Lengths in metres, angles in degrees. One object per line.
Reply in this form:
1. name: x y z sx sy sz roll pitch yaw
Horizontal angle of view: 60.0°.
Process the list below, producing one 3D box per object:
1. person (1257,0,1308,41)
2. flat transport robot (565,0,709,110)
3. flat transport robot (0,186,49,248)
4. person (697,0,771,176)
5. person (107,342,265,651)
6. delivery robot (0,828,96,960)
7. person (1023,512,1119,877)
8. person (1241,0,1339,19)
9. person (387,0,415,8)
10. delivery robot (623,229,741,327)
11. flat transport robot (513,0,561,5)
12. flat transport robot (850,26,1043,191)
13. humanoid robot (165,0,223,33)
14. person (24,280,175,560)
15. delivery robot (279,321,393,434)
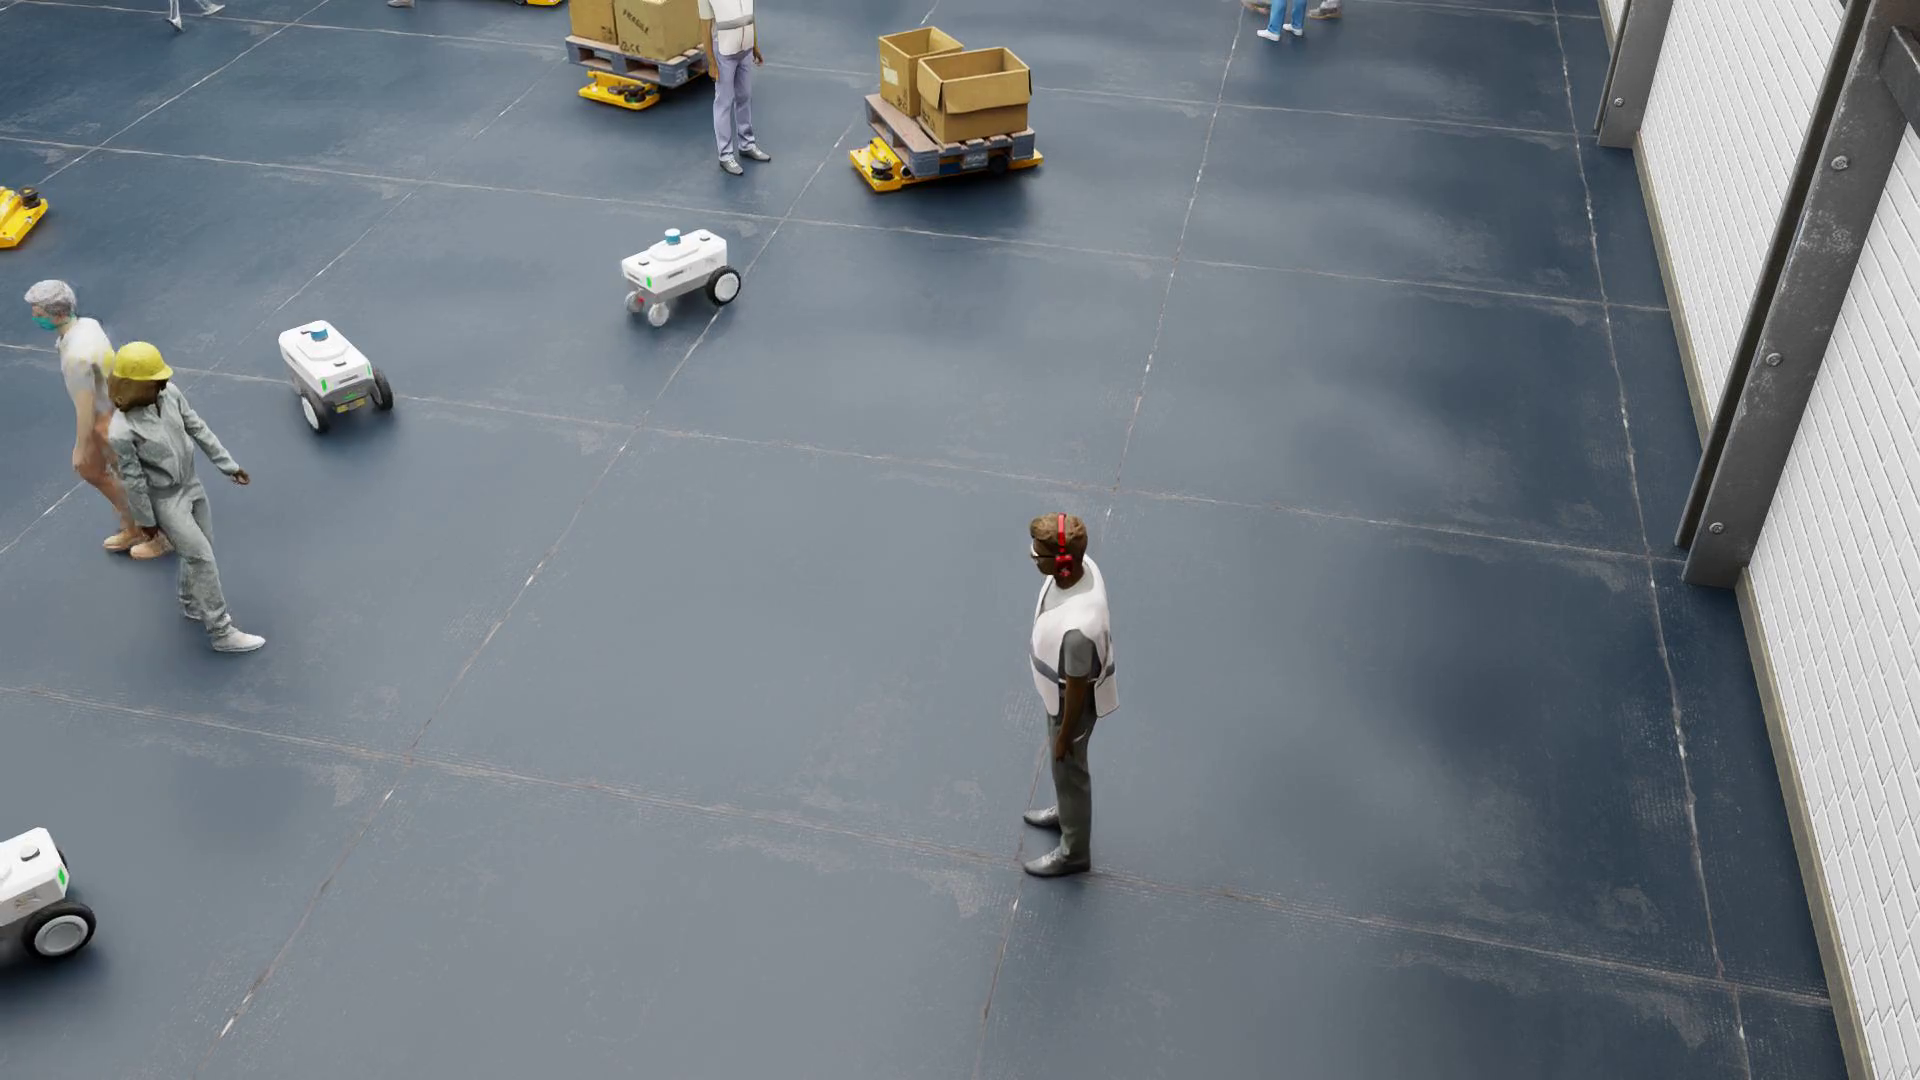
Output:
1. person: 3.058 -5.509 15.380 0.487 1.720 0.379 -20 41 -25
2. flat transport robot: -2.690 -4.207 14.848 0.659 0.231 1.431 19 41 24
3. flat transport robot: -7.683 -2.391 12.418 1.431 0.231 0.659 -2 37 -3
4. person: -1.784 -3.808 12.998 0.390 1.845 0.566 24 43 29
5. person: -3.902 -0.237 8.323 0.547 1.711 0.506 5 37 6
6. delivery robot: -4.079 1.522 6.939 0.761 0.590 0.514 -26 44 -30
7. person: 0.470 0.656 7.039 0.394 1.833 0.564 -1 37 -1
8. person: 3.254 -5.855 15.740 0.968 1.834 0.599 3 37 4
9. person: -5.479 -6.142 16.111 0.420 1.865 0.551 15 39 19
10. delivery robot: -1.934 -1.851 11.473 0.815 0.614 0.499 -30 46 -34
11. flat transport robot: -4.583 -5.640 16.766 1.431 0.231 0.659 10 38 14
12. flat transport robot: -0.108 -3.117 13.390 1.431 0.231 0.659 -13 39 -17
13. humanoid robot: -7.455 -5.670 15.591 0.538 1.766 0.943 12 38 15
14. person: -4.577 -0.590 8.782 0.509 1.730 0.476 -18 40 -23
15. delivery robot: -3.955 -1.074 10.410 0.499 0.587 0.777 -27 44 -31
